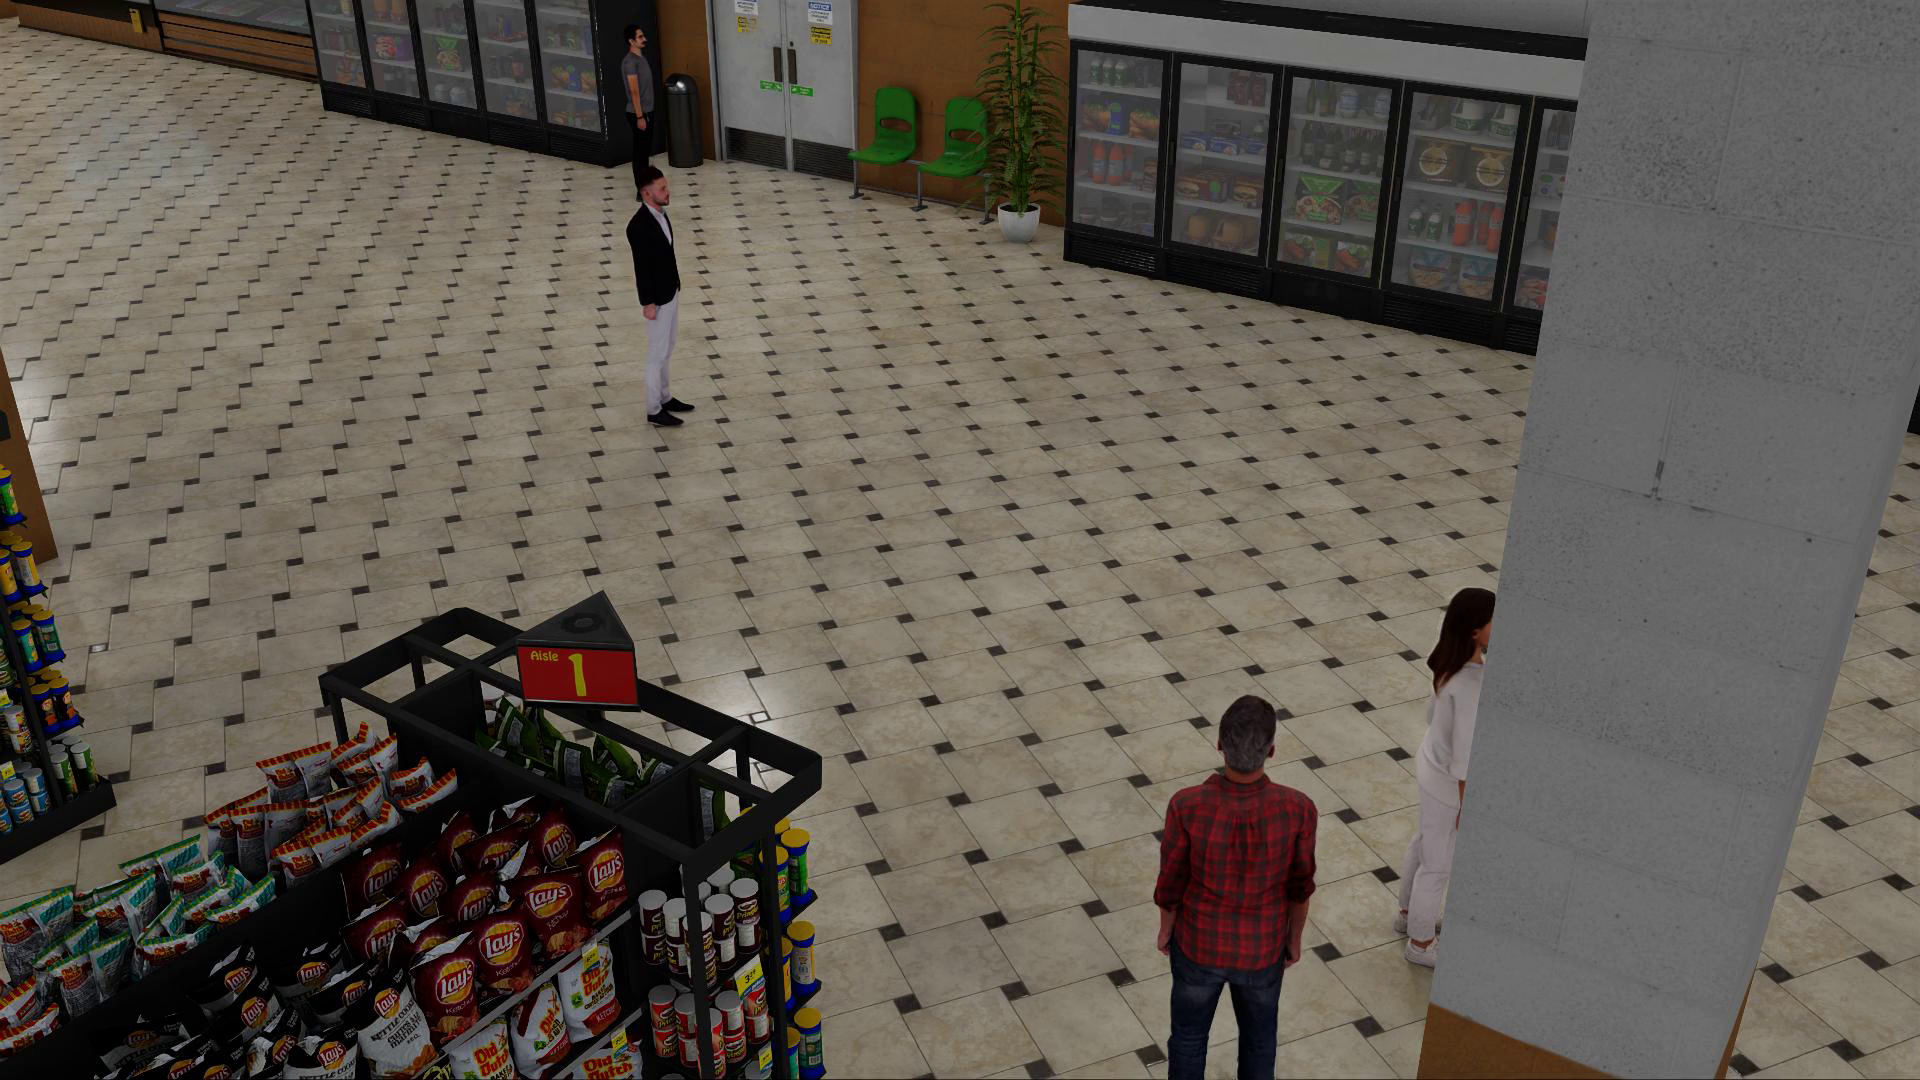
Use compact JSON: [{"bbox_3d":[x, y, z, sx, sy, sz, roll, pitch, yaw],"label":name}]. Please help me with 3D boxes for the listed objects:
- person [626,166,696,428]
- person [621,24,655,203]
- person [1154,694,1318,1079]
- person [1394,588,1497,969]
[{"bbox_3d":[-2.132,-1.713,11.666,0.788,1.841,0.643,3,27,7],"label":"person"},{"bbox_3d":[-3.268,-4.370,16.999,0.761,1.755,0.675,-1,27,-2],"label":"person"},{"bbox_3d":[0.918,1.340,5.649,0.793,1.838,0.799,3,27,5],"label":"person"},{"bbox_3d":[1.947,0.938,6.605,0.747,1.688,0.640,1,27,3],"label":"person"}]
